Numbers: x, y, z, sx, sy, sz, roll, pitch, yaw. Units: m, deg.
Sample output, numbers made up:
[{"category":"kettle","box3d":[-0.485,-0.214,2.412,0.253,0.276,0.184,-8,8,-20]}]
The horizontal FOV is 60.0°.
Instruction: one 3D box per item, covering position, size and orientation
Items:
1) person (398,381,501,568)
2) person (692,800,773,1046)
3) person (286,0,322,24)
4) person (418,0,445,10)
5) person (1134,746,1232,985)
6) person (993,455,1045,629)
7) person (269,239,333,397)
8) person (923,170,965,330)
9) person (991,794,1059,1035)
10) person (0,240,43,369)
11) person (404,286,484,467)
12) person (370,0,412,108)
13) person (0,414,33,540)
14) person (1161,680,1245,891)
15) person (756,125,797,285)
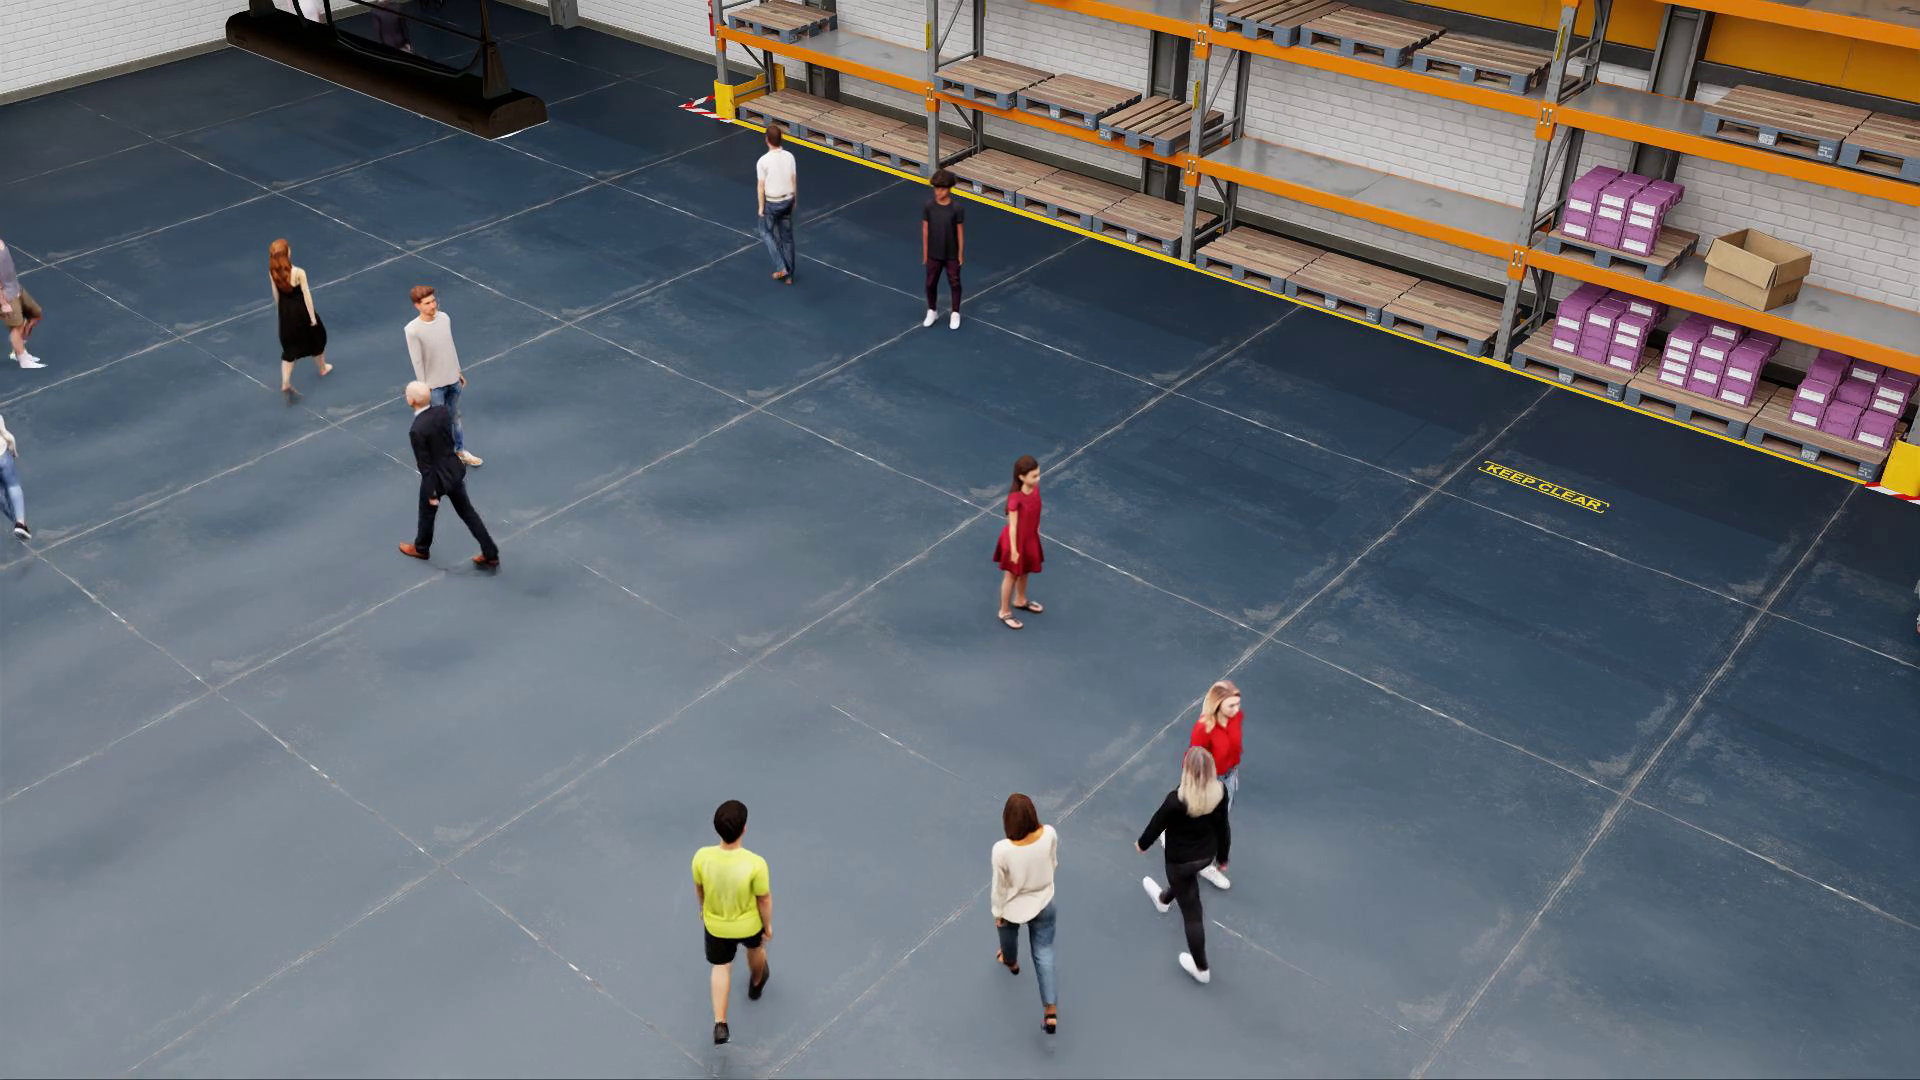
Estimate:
[{"category":"person","box3d":[-4.303,-0.494,14.045,1.286,1.753,0.956,13,36,19]},{"category":"person","box3d":[-1.365,2.295,9.910,1.038,1.684,1.052,1,34,2]},{"category":"person","box3d":[-10.041,-8.118,25.468,0.738,1.804,0.769,-9,35,-14]},{"category":"person","box3d":[-9.124,-10.027,28.231,0.877,1.925,0.923,-5,34,-7]},{"category":"person","box3d":[1.479,2.057,10.304,0.881,1.645,1.171,-19,38,-26]},{"category":"person","box3d":[0.491,-0.014,13.507,0.601,1.550,0.547,23,40,30]},{"category":"person","box3d":[-6.754,-2.228,16.796,1.074,1.594,1.013,4,34,6]},{"category":"person","box3d":[-0.166,-3.165,18.042,0.658,1.776,0.764,6,34,9]},{"category":"person","box3d":[0.432,2.252,10.013,0.995,1.641,1.169,-8,34,-12]},{"category":"person","box3d":[-9.965,-2.558,17.227,0.871,1.835,0.794,-6,34,-9]},{"category":"person","box3d":[-4.823,-1.483,15.395,0.619,1.906,0.683,19,38,26]},{"category":"person","box3d":[-8.055,-6.985,23.760,0.803,1.808,1.227,-24,41,-32]},{"category":"person","box3d":[-8.406,-0.677,14.391,0.798,1.673,0.939,-15,37,-22]},{"category":"person","box3d":[1.614,1.564,11.001,0.690,1.693,0.847,-26,42,-34]},{"category":"person","box3d":[-2.019,-3.766,18.884,0.757,1.844,0.742,-21,39,-28]}]
